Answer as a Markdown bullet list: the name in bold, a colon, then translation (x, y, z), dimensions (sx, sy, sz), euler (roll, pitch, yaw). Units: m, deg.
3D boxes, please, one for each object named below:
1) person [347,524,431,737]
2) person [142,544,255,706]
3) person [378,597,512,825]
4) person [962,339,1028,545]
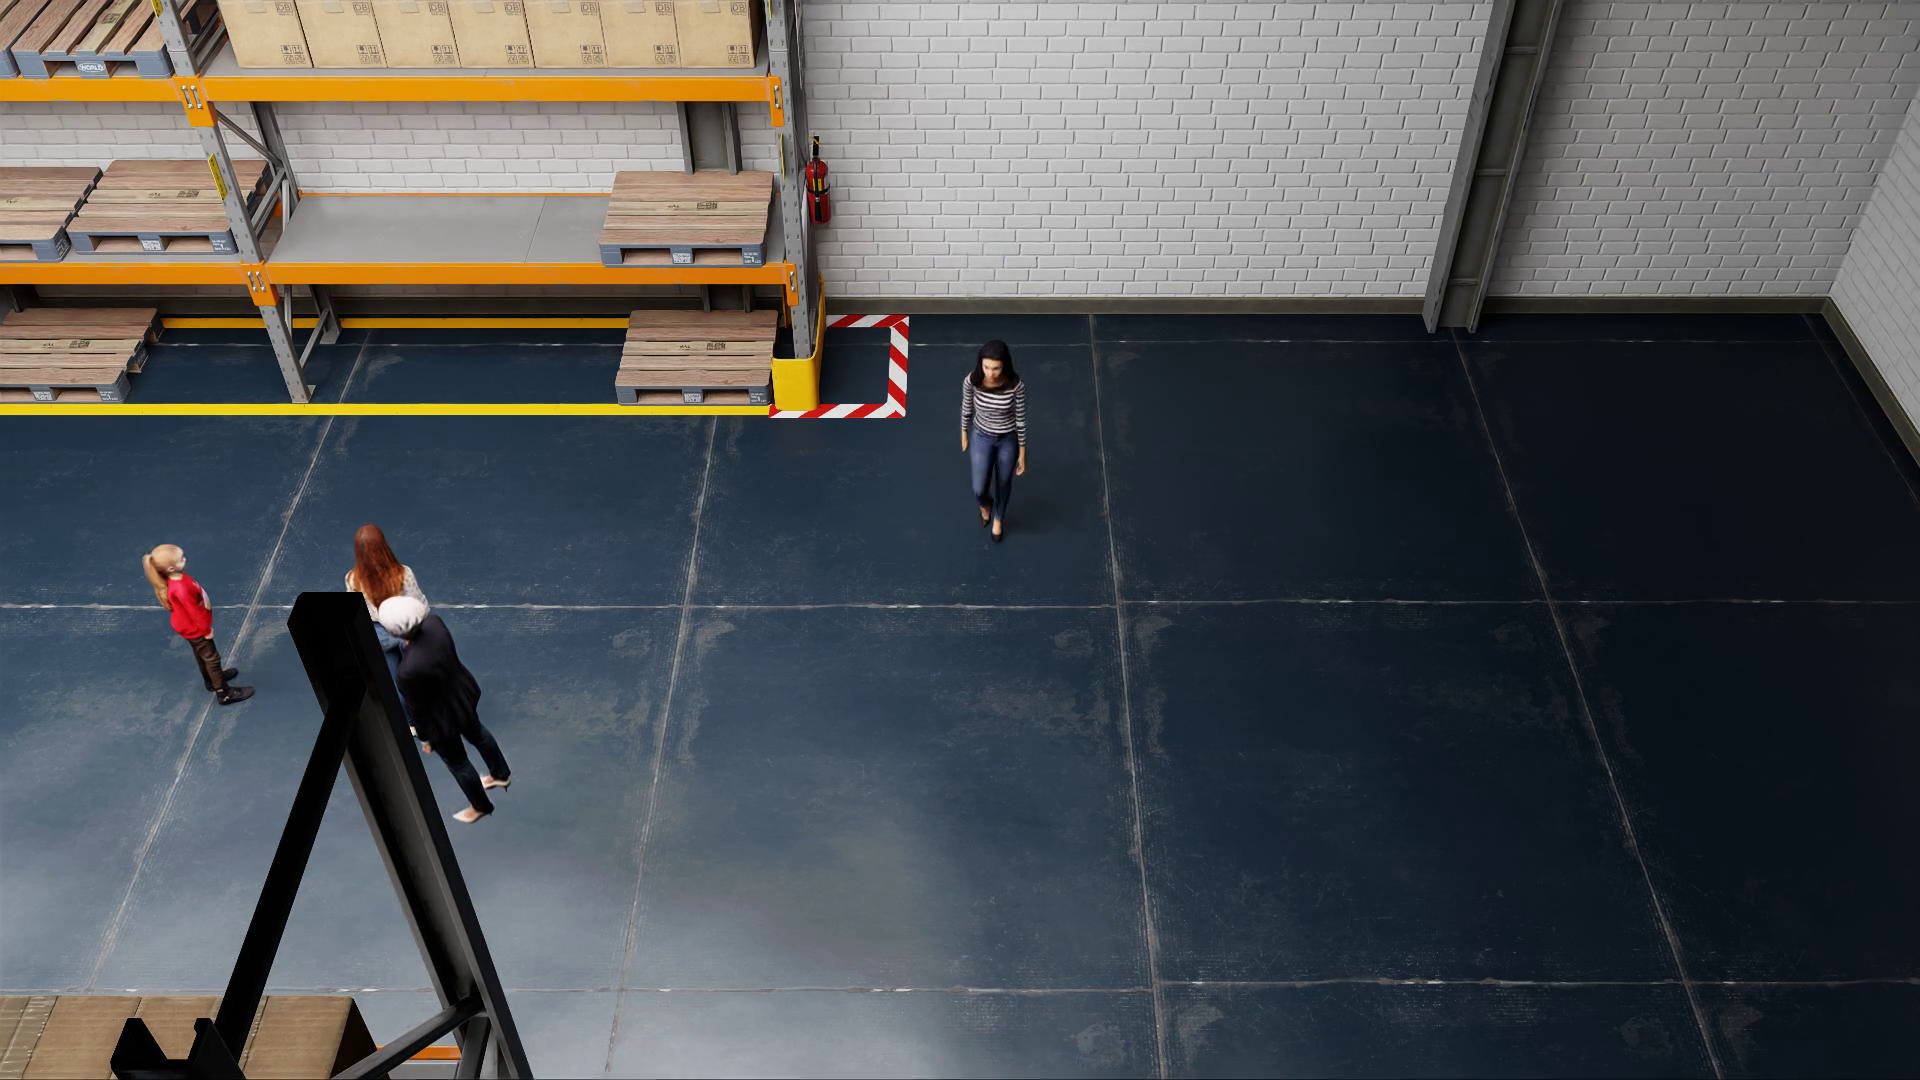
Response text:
- **person**: translation (-3.419, 0.559, 10.158), dimensions (0.494, 1.729, 0.666), euler (-7, 44, -7)
- **person**: translation (-4.845, 0.523, 10.520), dimensions (0.639, 1.282, 0.584), euler (-31, 52, -29)
- **person**: translation (-2.772, 0.878, 9.022), dimensions (0.673, 1.776, 0.769), euler (10, 44, 10)
- **person**: translation (0.250, -0.719, 11.463), dimensions (0.560, 1.779, 0.685), euler (2, 44, 2)
